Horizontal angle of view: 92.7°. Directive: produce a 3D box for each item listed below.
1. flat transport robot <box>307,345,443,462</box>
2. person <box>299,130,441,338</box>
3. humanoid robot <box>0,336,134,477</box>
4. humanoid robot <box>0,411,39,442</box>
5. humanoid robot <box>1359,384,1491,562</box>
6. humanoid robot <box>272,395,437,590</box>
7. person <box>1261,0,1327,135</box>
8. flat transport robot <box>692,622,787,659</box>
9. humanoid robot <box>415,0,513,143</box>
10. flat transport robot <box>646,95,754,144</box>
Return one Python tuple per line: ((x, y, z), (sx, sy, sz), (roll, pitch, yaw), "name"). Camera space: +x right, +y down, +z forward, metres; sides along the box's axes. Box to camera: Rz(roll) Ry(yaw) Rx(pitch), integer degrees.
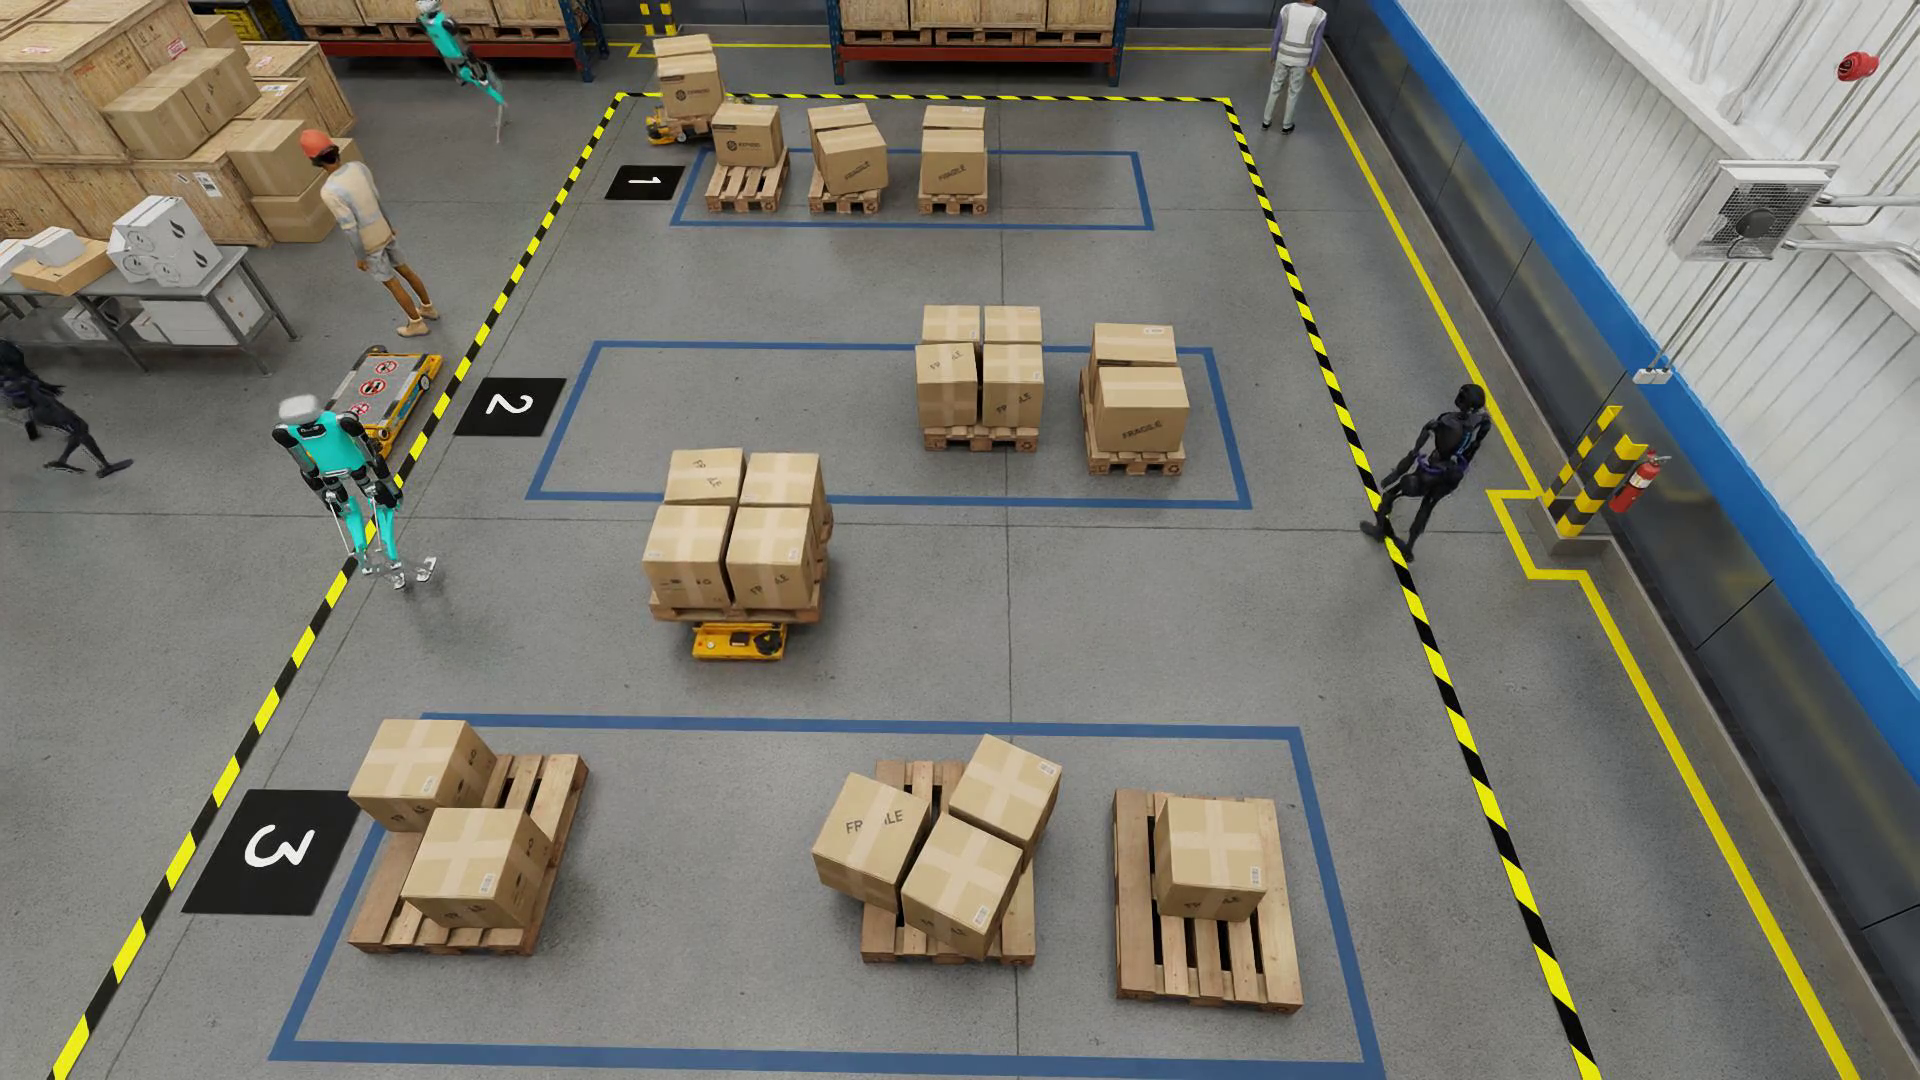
((-5.383, -1.269, 8.441), (0.659, 0.231, 1.431), (1, 50, 1), "flat transport robot")
((-5.543, -2.831, 8.606), (0.395, 2.033, 0.611), (4, 50, 4), "person")
((-7.495, -1.130, 7.399), (0.586, 1.640, 0.448), (36, 59, 27), "humanoid robot")
((-8.645, -1.356, 7.562), (0.969, 1.765, 0.559), (-14, 51, -12), "humanoid robot")
((3.526, -0.517, 6.883), (0.601, 1.644, 0.468), (-7, 50, -6), "humanoid robot")
((-4.277, -0.198, 6.487), (0.533, 1.673, 0.735), (-11, 51, -9), "humanoid robot")
((4.165, -6.023, 11.446), (0.590, 1.822, 0.404), (25, 54, 20), "person")
((-1.618, 0.272, 7.119), (0.652, 0.197, 1.431), (1, 50, 1), "flat transport robot")
((-5.994, -5.883, 11.420), (0.563, 1.761, 0.947), (17, 52, 14), "humanoid robot")
((-3.379, -5.521, 12.021), (1.431, 0.197, 0.652), (-13, 51, -11), "flat transport robot")
